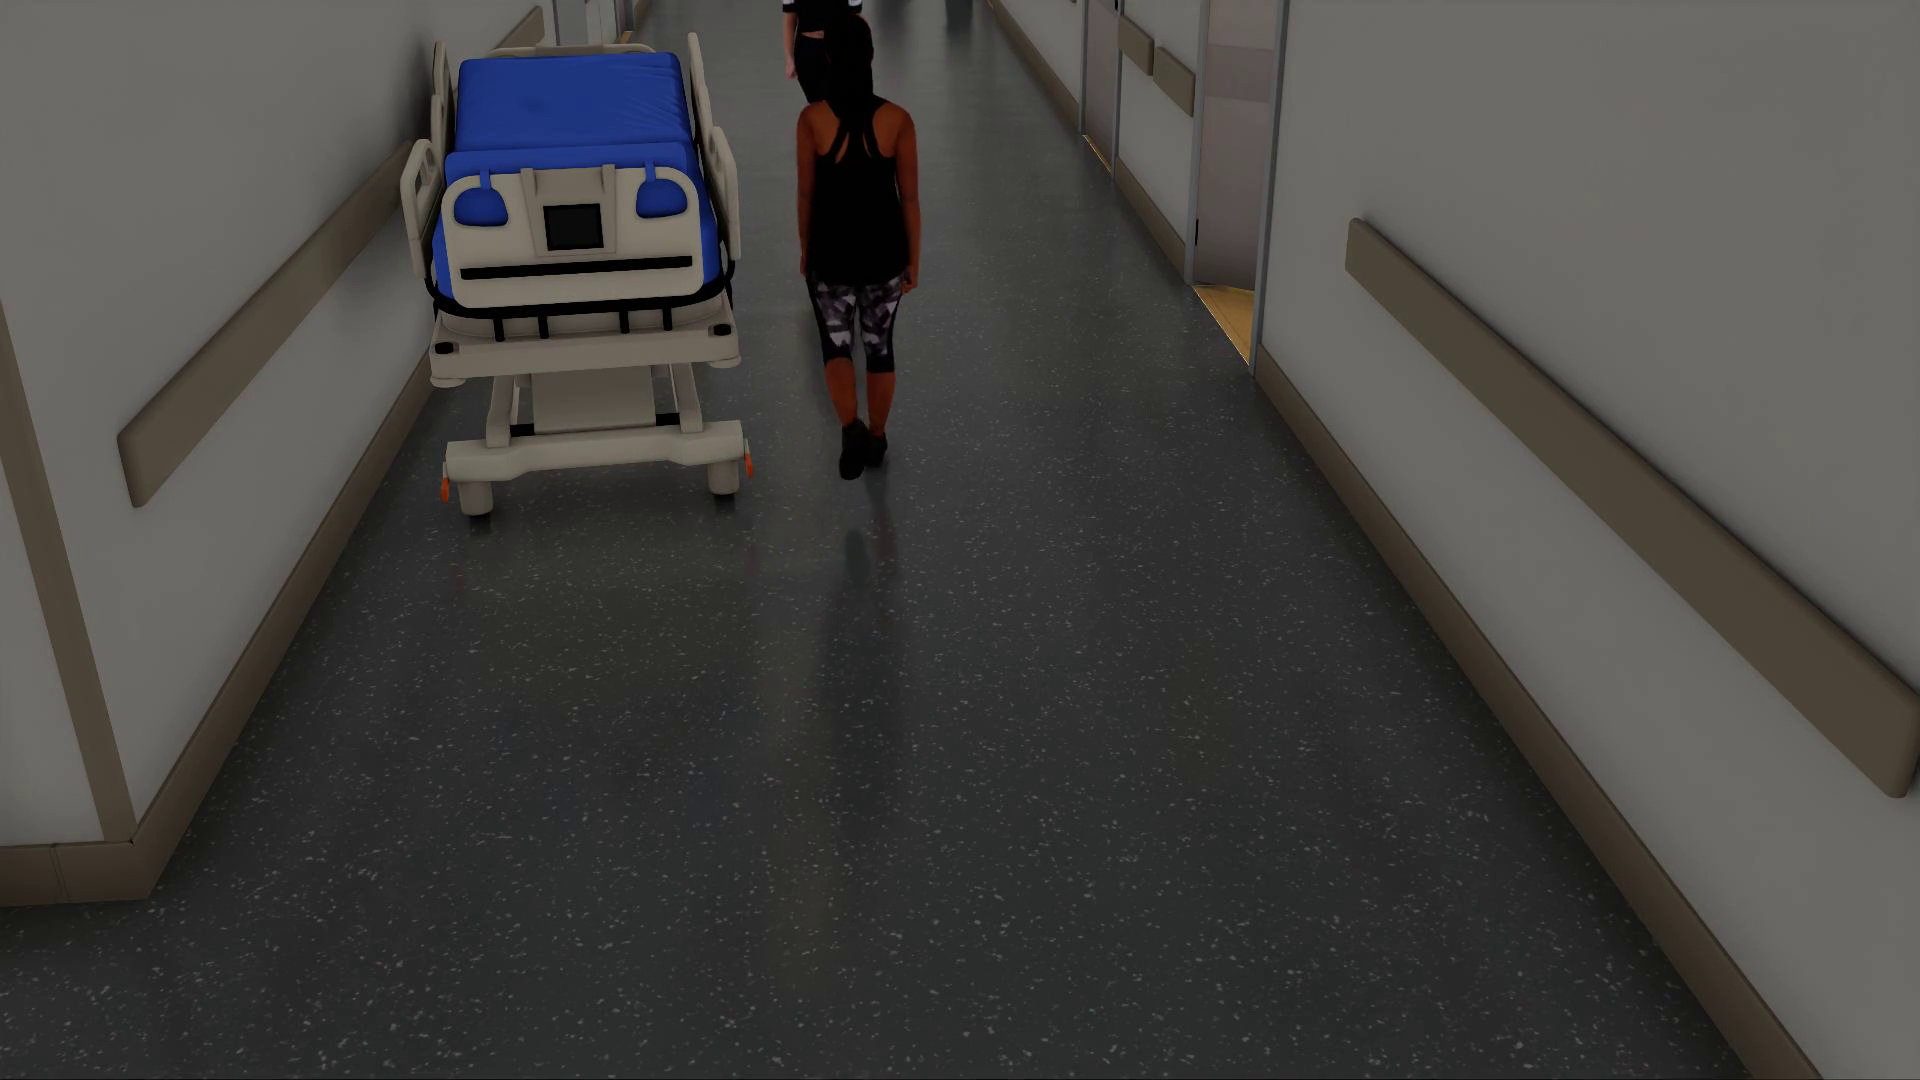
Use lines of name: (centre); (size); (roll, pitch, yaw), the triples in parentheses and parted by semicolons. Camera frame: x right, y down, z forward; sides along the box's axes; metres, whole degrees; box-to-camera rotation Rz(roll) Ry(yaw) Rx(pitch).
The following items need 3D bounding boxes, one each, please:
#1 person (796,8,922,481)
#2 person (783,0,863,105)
person: (-0.363, -0.967, 5.764); (0.820, 1.653, 0.647); (-2, 26, -4)
person: (-0.784, -2.776, 9.581); (1.095, 1.595, 0.759); (1, 26, 1)
